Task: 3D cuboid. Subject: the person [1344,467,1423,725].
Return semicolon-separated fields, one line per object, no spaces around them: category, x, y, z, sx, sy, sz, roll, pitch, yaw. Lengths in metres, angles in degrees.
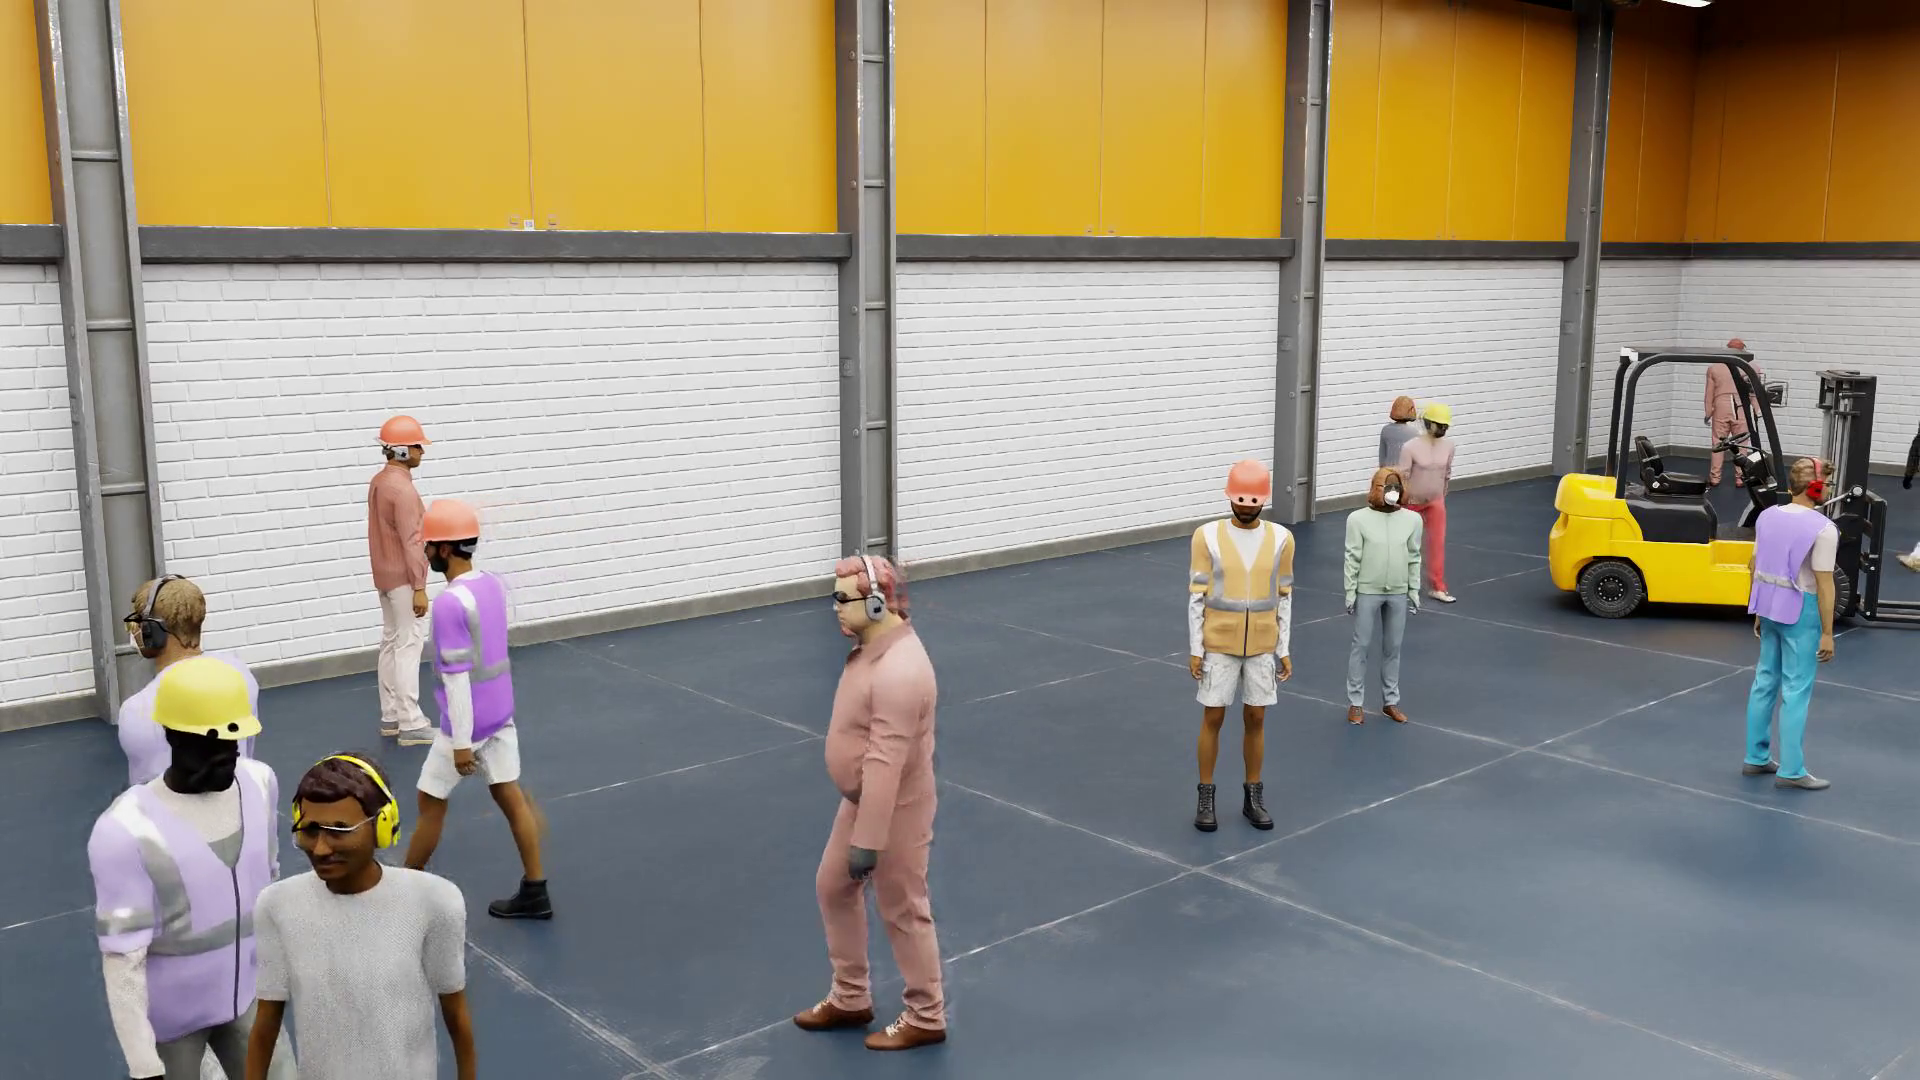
person;2.663;0.348;10.486;0.500;1.636;0.280;-1;10;-6

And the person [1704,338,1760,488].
person;9.831;-1.616;21.191;0.641;1.910;0.401;6;11;30

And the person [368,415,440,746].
person;-3.359;0.238;10.082;0.396;1.992;0.623;-7;12;-36

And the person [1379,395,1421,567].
person;4.167;-0.548;15.730;0.277;1.636;0.505;-5;11;-29

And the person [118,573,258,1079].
person;-2.495;1.063;5.412;0.361;1.939;0.635;1;10;4

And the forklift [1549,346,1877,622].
forklift;6.109;-0.478;13.691;2.313;2.155;1.214;3;10;16

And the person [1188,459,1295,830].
person;1.442;0.539;8.516;0.543;1.927;0.375;-1;10;-3

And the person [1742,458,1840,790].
person;4.605;0.458;9.235;0.374;1.840;0.569;-2;10;-14

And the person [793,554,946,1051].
person;-0.363;0.980;6.062;0.710;1.880;0.663;-2;10;-11

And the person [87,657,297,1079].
person;-1.951;1.248;4.460;0.918;1.882;0.621;5;11;26

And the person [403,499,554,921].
person;-2.255;0.762;7.303;0.976;1.889;0.559;2;10;11

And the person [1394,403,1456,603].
person;3.967;-0.360;14.452;0.561;1.701;0.963;-2;10;-11

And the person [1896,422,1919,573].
person;9.094;-0.596;15.547;0.910;1.795;0.642;-3;10;-15

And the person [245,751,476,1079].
person;-1.426;1.385;3.925;0.535;1.809;0.958;1;10;5
